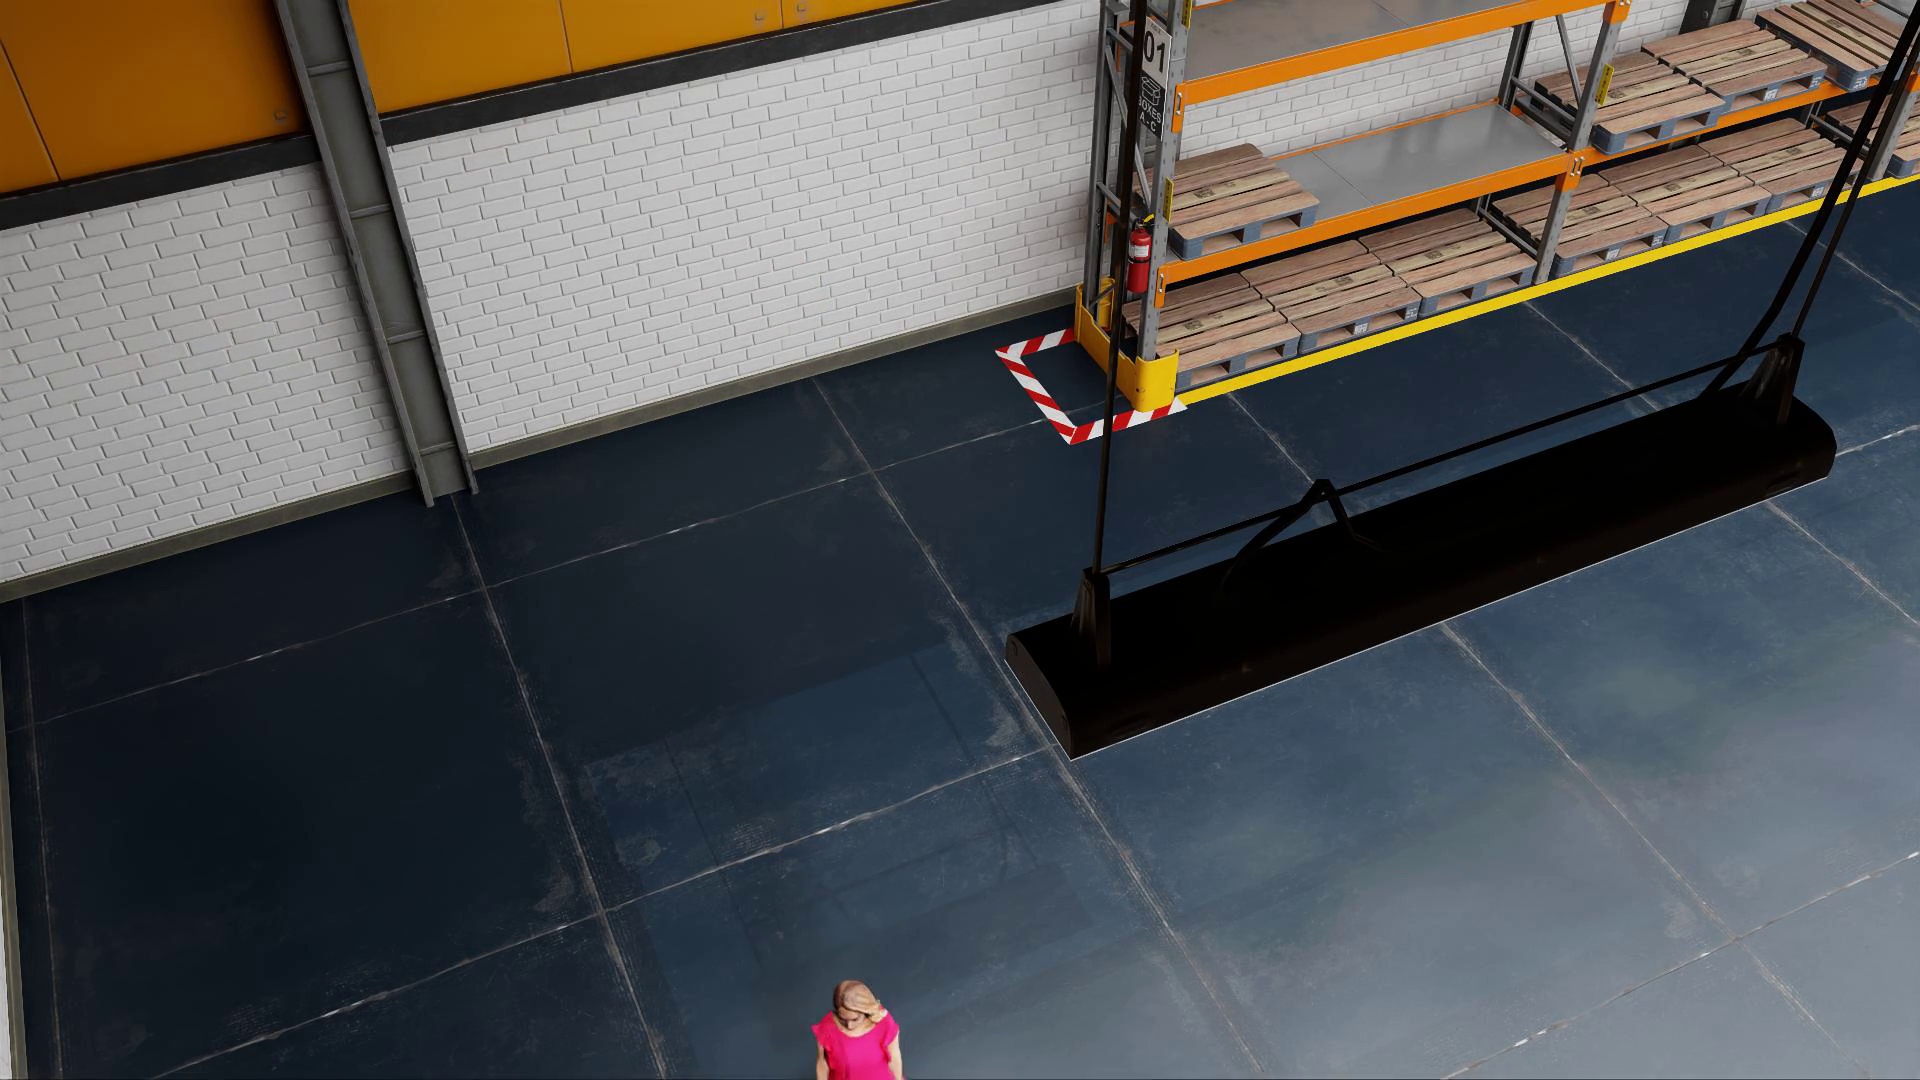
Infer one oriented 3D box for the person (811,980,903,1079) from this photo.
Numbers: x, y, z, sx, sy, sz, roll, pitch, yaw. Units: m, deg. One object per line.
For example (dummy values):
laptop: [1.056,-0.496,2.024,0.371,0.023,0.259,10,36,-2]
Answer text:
person: [-0.483,2.611,8.254,0.747,1.718,0.793,-2,44,-3]
